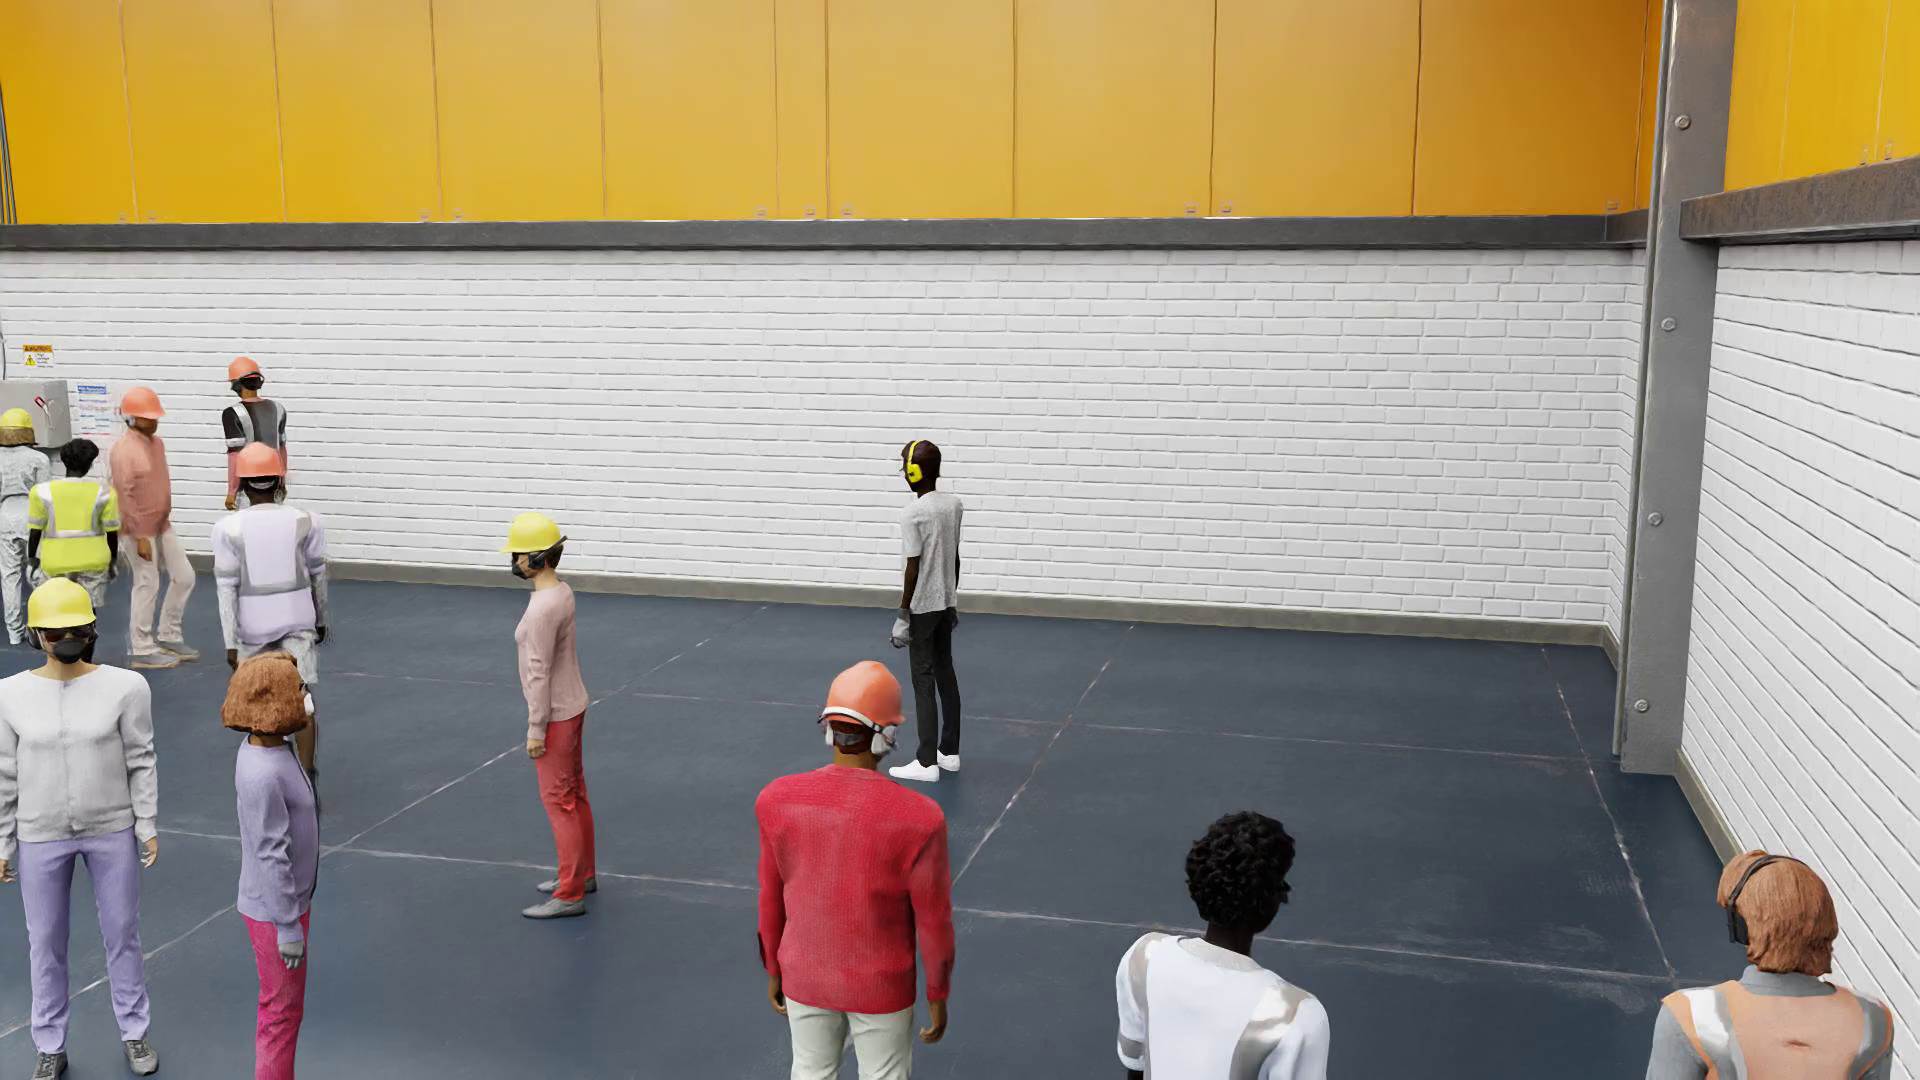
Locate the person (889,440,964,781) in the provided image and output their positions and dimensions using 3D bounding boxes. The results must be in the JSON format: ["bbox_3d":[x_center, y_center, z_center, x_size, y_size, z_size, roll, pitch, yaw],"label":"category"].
[{"bbox_3d":[-0.187,0.382,9.045,0.329,1.865,0.515,7,12,34],"label":"person"}]

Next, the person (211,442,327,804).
[{"bbox_3d":[-3.590,0.431,8.719,0.551,1.892,1.015,-5,11,-27],"label":"person"}]

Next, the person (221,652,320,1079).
[{"bbox_3d":[-2.104,1.150,5.192,0.285,1.636,0.500,-4,10,-21],"label":"person"}]

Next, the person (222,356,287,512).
[{"bbox_3d":[-5.739,-0.467,13.522,0.392,2.039,0.612,4,10,22],"label":"person"}]

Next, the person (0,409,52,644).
[{"bbox_3d":[-6.888,-0.098,12.254,0.484,1.734,0.320,-1,10,-5],"label":"person"}]

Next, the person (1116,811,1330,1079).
[{"bbox_3d":[0.553,1.404,3.546,0.319,1.687,0.539,-9,13,-42],"label":"person"}]

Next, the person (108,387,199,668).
[{"bbox_3d":[-5.529,-0.074,11.445,0.532,1.960,0.672,0,10,1],"label":"person"}]

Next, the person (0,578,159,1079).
[{"bbox_3d":[-3.018,0.999,5.688,0.525,1.772,0.299,-5,11,-27],"label":"person"}]

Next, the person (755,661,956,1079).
[{"bbox_3d":[-0.281,1.195,4.634,0.576,1.737,0.355,3,10,17],"label":"person"}]

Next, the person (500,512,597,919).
[{"bbox_3d":[-1.784,0.750,7.194,0.342,1.757,0.518,-1,10,-5],"label":"person"}]

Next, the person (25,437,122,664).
[{"bbox_3d":[-5.790,0.166,10.878,0.584,1.664,0.371,-5,11,-29],"label":"person"}]

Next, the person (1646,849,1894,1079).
[{"bbox_3d":[1.650,1.447,3.461,0.524,1.632,0.317,-1,10,-5],"label":"person"}]
